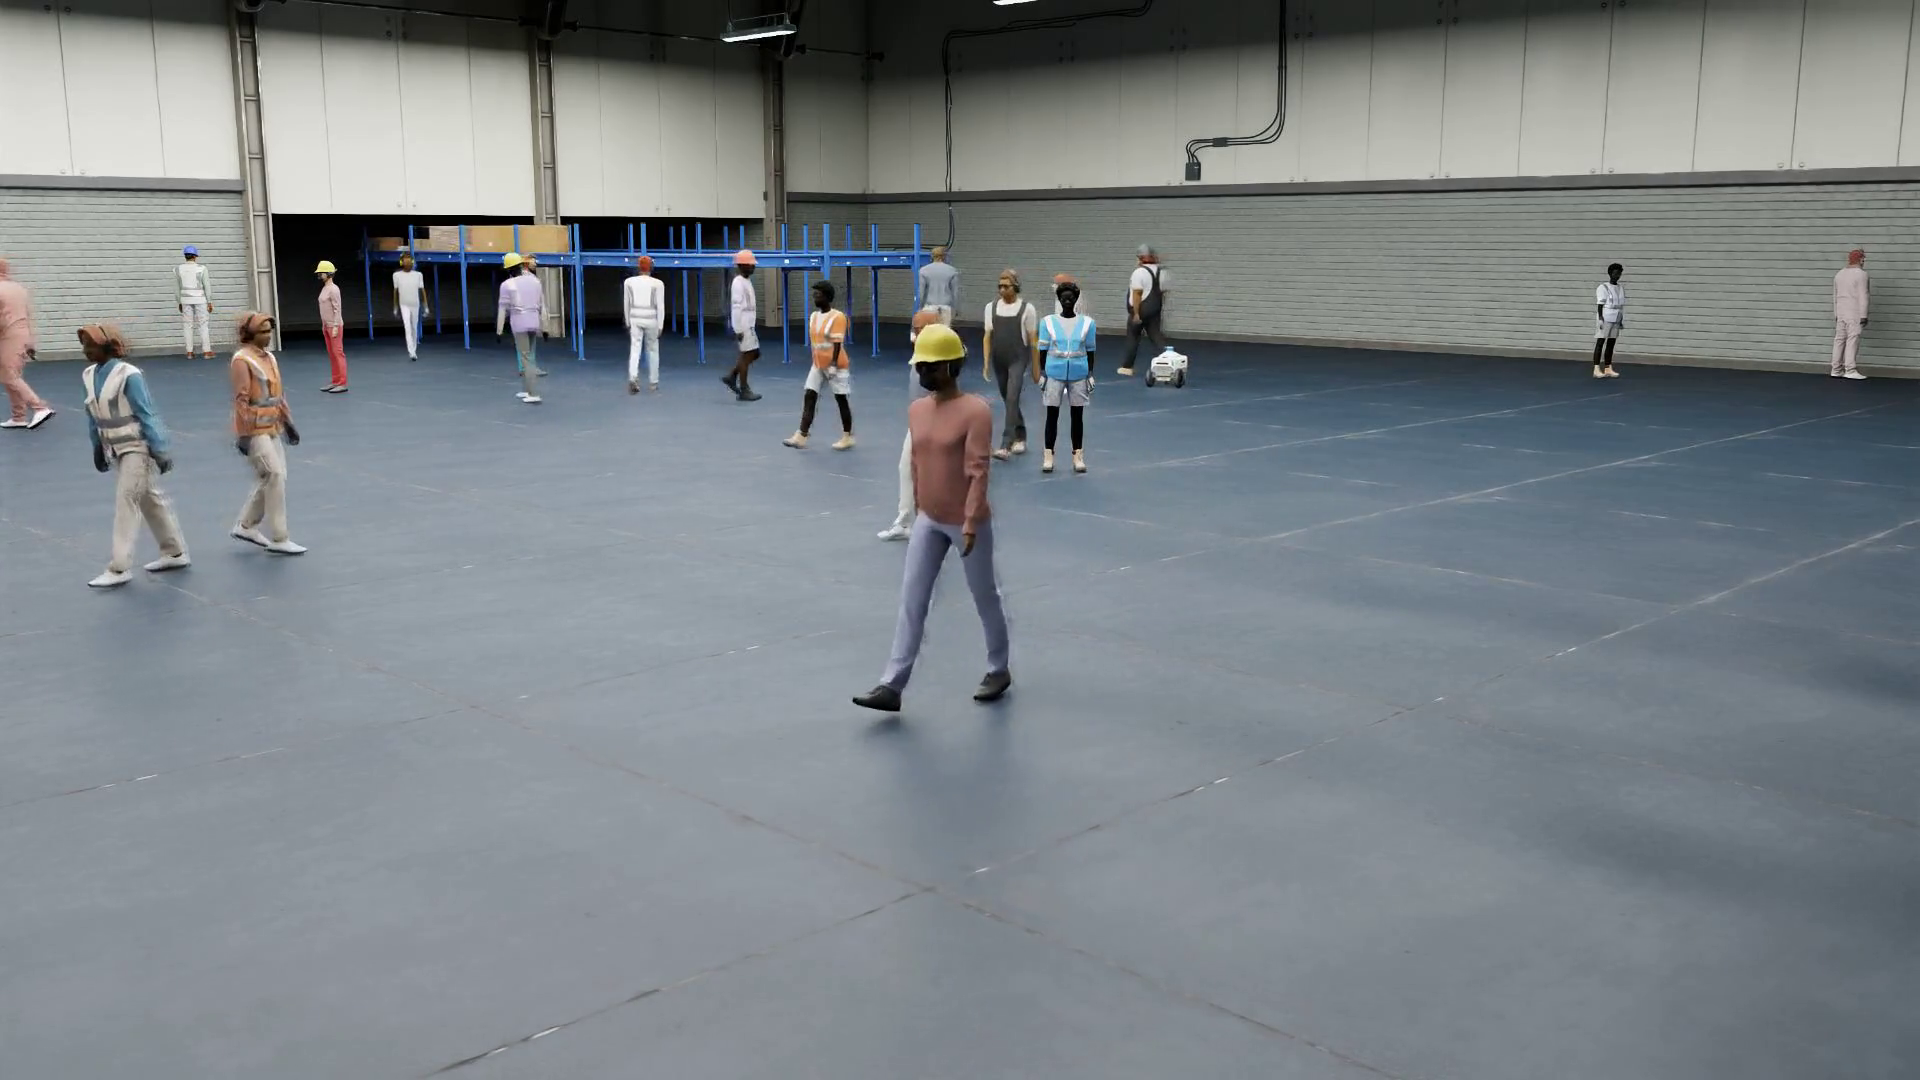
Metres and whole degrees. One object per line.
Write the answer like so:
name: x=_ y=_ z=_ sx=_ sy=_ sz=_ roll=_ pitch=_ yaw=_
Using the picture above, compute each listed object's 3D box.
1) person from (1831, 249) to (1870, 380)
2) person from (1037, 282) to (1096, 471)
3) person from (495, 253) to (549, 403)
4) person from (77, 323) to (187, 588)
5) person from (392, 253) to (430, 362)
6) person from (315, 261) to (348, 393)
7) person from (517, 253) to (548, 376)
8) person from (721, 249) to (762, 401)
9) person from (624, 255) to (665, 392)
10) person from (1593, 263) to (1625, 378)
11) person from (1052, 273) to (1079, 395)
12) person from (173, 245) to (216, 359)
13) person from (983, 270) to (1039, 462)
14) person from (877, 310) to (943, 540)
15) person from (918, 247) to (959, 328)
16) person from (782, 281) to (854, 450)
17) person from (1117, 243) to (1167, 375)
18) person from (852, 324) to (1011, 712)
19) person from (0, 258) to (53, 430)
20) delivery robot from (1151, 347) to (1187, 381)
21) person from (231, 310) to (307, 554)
person: x=13.192 y=-3.336 z=24.569 sx=0.410 sy=1.913 sz=0.651 roll=-2 pitch=11 yaw=-9
person: x=0.959 y=-1.467 z=14.967 sx=0.533 sy=1.697 sz=0.319 roll=0 pitch=10 yaw=-2
person: x=-5.592 y=-2.695 z=21.128 sx=0.762 sy=1.884 sz=0.613 roll=8 pitch=13 yaw=37
person: x=-5.129 y=-0.541 z=10.242 sx=0.535 sy=1.583 sz=0.728 roll=7 pitch=13 yaw=34
person: x=-9.299 y=-3.941 z=28.184 sx=0.543 sy=1.818 sz=1.045 roll=-5 pitch=12 yaw=-27
person: x=-8.517 y=-2.884 z=22.502 sx=0.315 sy=1.770 sz=0.523 roll=-8 pitch=13 yaw=-37
person: x=-6.545 y=-3.398 z=25.106 sx=0.392 sy=1.839 sz=0.564 roll=-10 pitch=14 yaw=-43
person: x=-2.795 y=-2.768 z=21.421 sx=0.484 sy=1.927 sz=0.563 roll=1 pitch=10 yaw=3
person: x=-4.312 y=-2.945 z=22.644 sx=0.591 sy=1.853 sz=0.941 roll=0 pitch=10 yaw=2
person: x=9.691 y=-3.271 z=24.800 sx=0.530 sy=1.696 sz=0.322 roll=-5 pitch=12 yaw=-26
person: x=1.459 y=-2.758 z=22.244 sx=0.348 sy=1.607 sz=0.656 roll=7 pitch=13 yaw=35
person: x=-13.166 y=-4.091 z=28.601 sx=0.603 sy=1.944 sz=0.391 roll=-1 pitch=10 yaw=-5
person: x=0.489 y=-1.678 z=15.902 sx=0.494 sy=1.794 sz=1.006 roll=5 pitch=12 yaw=25
person: x=-0.164 y=-0.813 z=11.660 sx=0.795 sy=1.605 sz=0.507 roll=-5 pitch=11 yaw=-24
person: x=-0.401 y=-3.761 z=26.908 sx=0.803 sy=1.913 sz=0.502 roll=-3 pitch=11 yaw=-15
person: x=-1.374 y=-1.687 z=16.264 sx=0.538 sy=1.663 sz=0.812 roll=10 pitch=14 yaw=43
person: x=2.851 y=-3.485 z=25.149 sx=0.691 sy=2.000 sz=0.989 roll=-9 pitch=13 yaw=-39
person: x=-0.069 y=-0.089 z=7.388 sx=0.538 sy=1.719 sz=0.898 roll=9 pitch=14 yaw=40
person: x=-10.322 y=-2.155 z=18.250 sx=0.648 sy=1.875 sz=0.664 roll=0 pitch=10 yaw=-2
delivery robot: x=2.963 y=-2.488 z=23.509 sx=0.477 sy=0.478 sz=0.707 roll=5 pitch=11 yaw=24
person: x=-4.636 y=-0.713 z=11.051 sx=0.460 sy=1.623 sz=0.539 roll=0 pitch=10 yaw=-1
